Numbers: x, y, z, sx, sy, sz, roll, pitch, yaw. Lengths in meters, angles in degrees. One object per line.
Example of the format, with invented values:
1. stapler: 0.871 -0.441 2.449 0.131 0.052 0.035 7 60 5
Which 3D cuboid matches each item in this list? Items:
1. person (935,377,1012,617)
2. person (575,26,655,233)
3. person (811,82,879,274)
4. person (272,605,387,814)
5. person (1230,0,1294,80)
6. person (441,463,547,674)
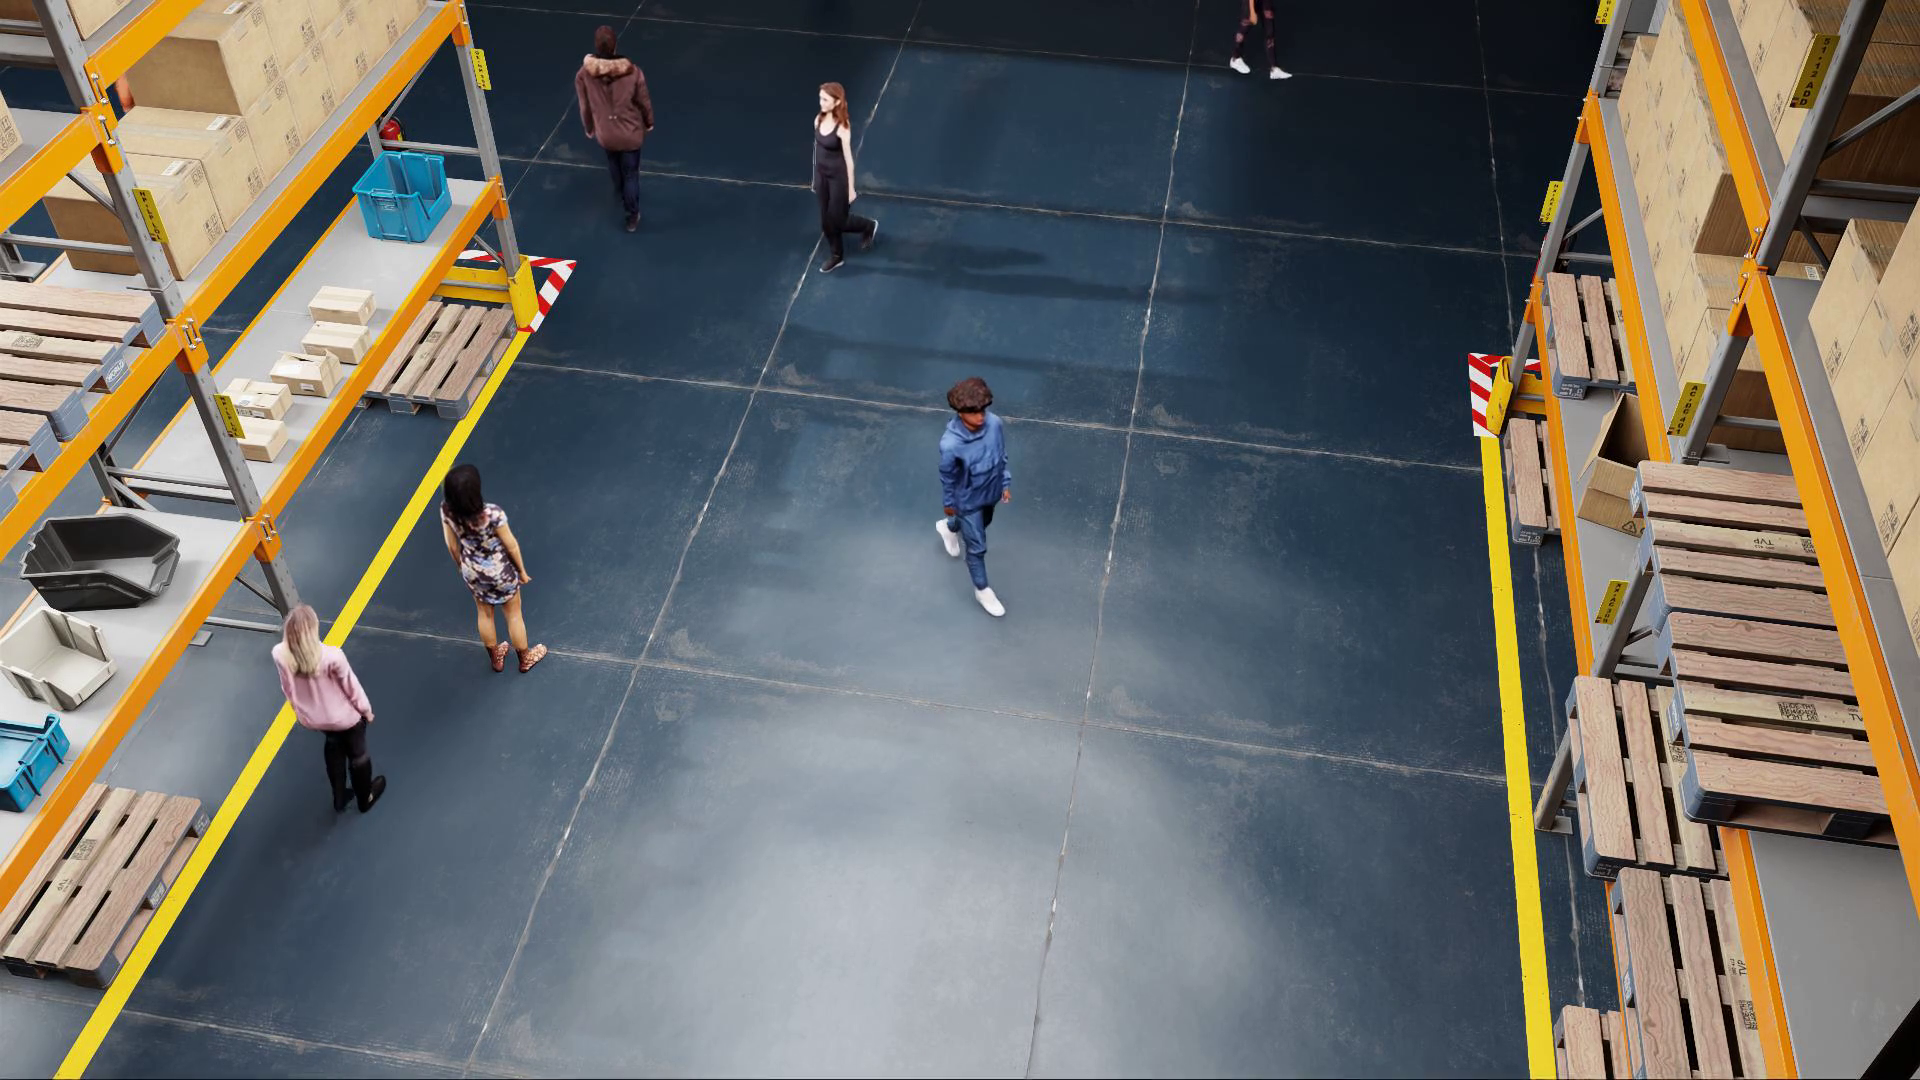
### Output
1. person: 0.055 -0.379 11.130 1.137 1.786 1.143 -31 51 -28
2. person: -2.966 -3.504 14.380 0.843 1.829 0.969 1 44 1
3. person: -0.994 -3.074 13.998 0.840 1.733 0.951 34 53 30
4. person: -3.709 1.064 9.696 0.600 1.675 0.604 7 44 7
5. person: 2.891 -5.393 16.514 0.974 1.621 1.021 -28 50 -26
6. person: -2.997 0.191 10.571 0.596 1.733 0.500 6 44 7
